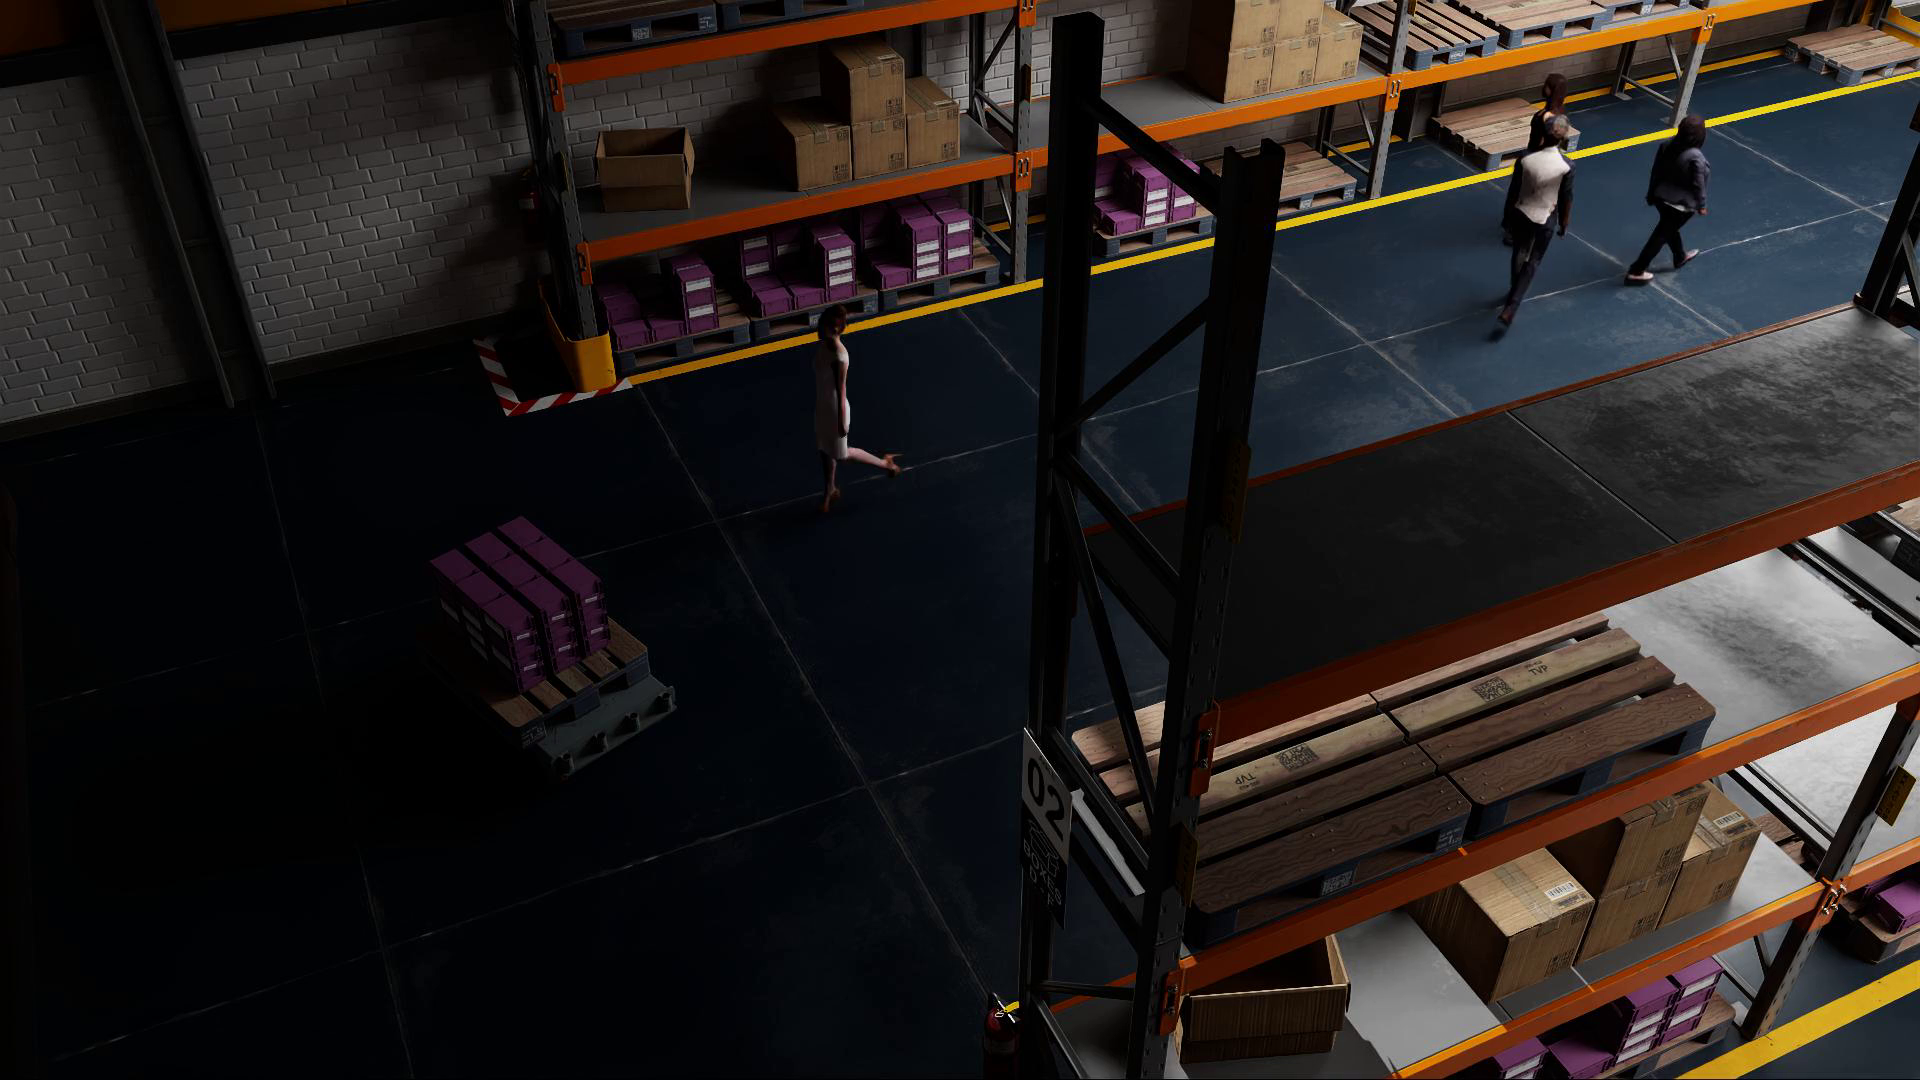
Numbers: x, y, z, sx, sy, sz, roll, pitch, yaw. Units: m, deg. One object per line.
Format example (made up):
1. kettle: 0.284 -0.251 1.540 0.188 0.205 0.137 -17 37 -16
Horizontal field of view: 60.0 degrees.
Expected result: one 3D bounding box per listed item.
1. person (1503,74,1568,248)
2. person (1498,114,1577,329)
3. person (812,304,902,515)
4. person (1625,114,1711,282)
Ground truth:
1. person: 5.413 -3.537 15.523 0.743 1.688 0.671 16 41 19
2. person: 4.929 -2.719 14.364 1.119 1.857 1.303 22 43 25
3. person: -0.832 -0.943 12.205 0.934 1.776 0.604 -13 40 -16
4. person: 6.372 -3.028 14.997 1.084 1.549 0.793 -9 39 -11
